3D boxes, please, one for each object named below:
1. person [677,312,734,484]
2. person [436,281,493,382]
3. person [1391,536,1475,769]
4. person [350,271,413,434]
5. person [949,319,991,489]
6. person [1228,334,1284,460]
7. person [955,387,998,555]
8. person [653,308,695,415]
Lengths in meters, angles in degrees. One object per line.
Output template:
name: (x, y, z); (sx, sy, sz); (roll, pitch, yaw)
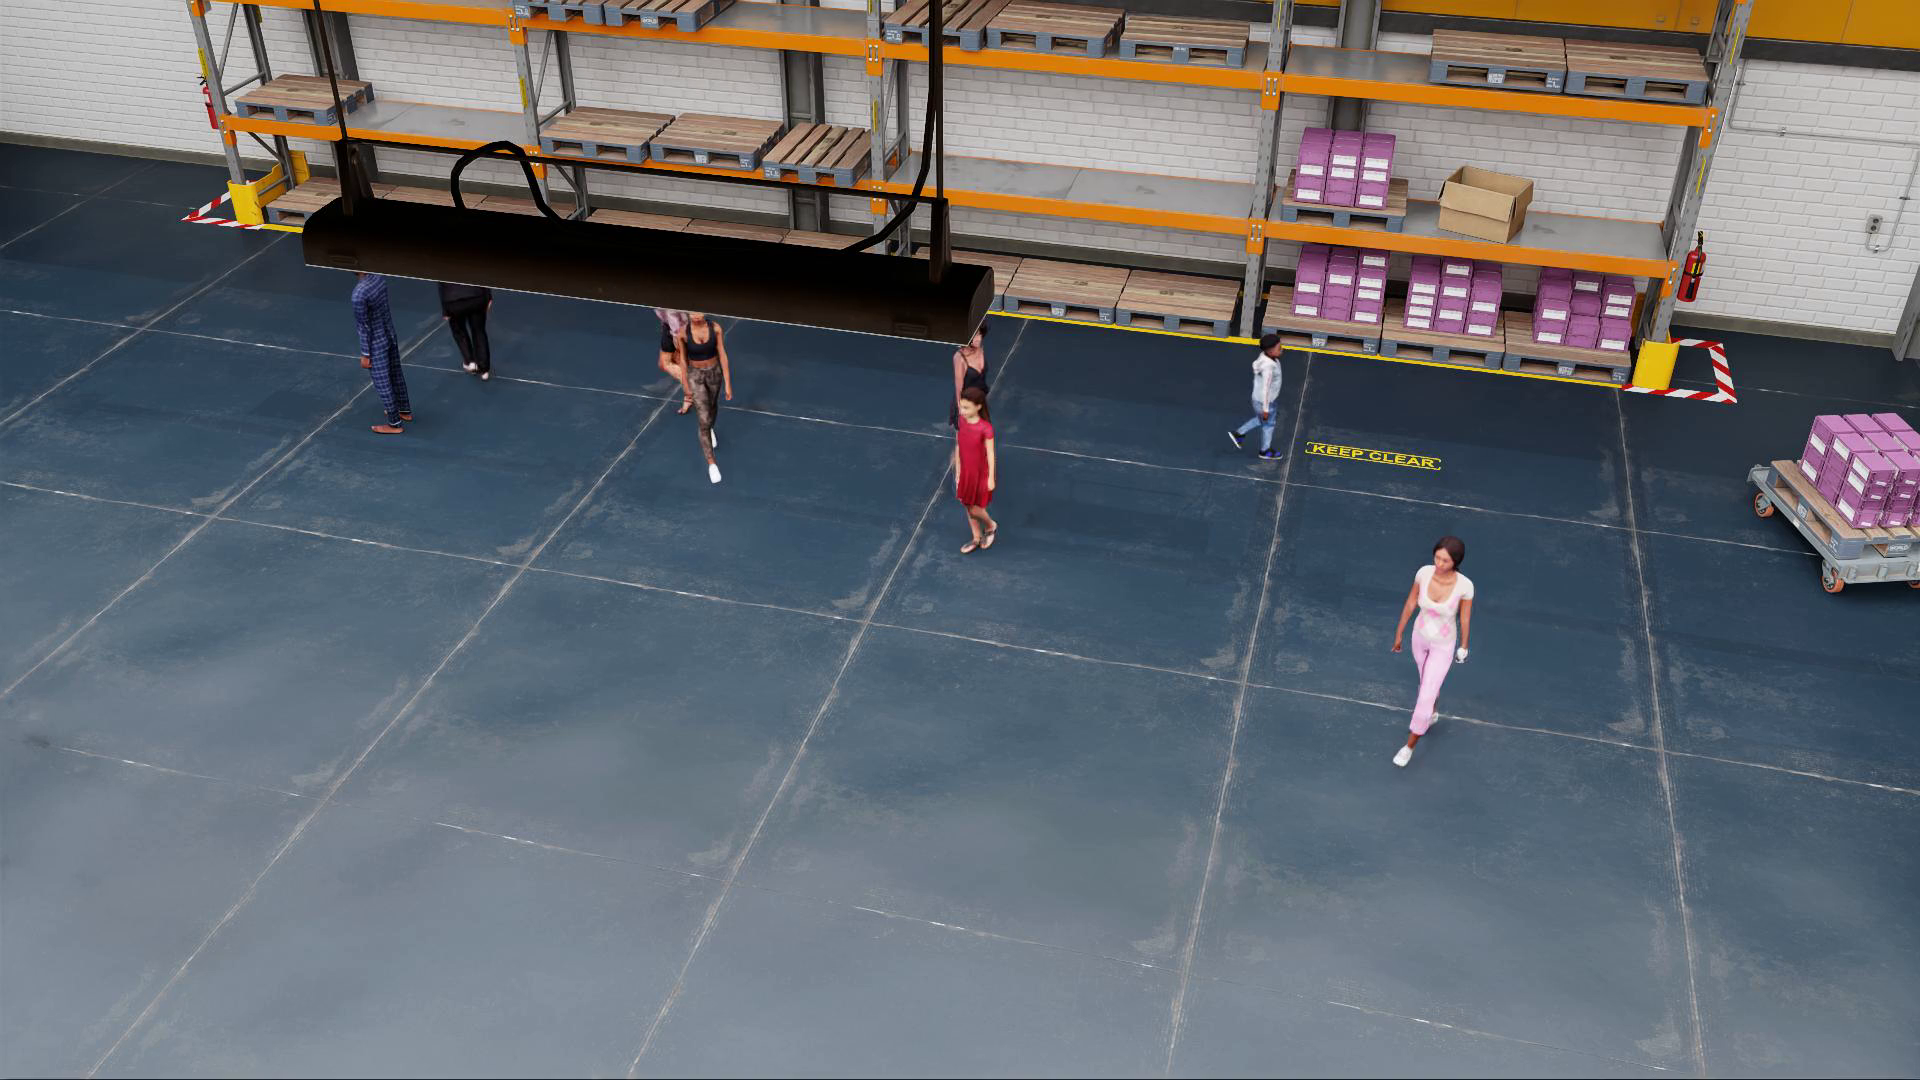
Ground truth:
person: (-2.290, -1.456, 14.943); (1.156, 1.649, 1.081); (-11, 35, -16)
person: (-4.805, -2.271, 16.217); (0.791, 1.595, 0.858); (-15, 37, -21)
person: (3.360, 0.692, 11.653); (1.047, 1.712, 0.967); (27, 42, 34)
person: (-5.377, -1.854, 15.388); (0.629, 1.817, 0.677); (5, 34, 7)
person: (0.079, -1.153, 14.358); (0.669, 1.791, 0.657); (20, 38, 27)
person: (2.715, -1.304, 15.077); (0.760, 1.247, 0.552); (4, 34, 5)
person: (0.179, -0.597, 13.748); (0.726, 1.539, 0.760); (26, 42, 33)
person: (-2.586, -1.972, 15.583); (0.828, 1.798, 0.767); (-4, 34, -6)
